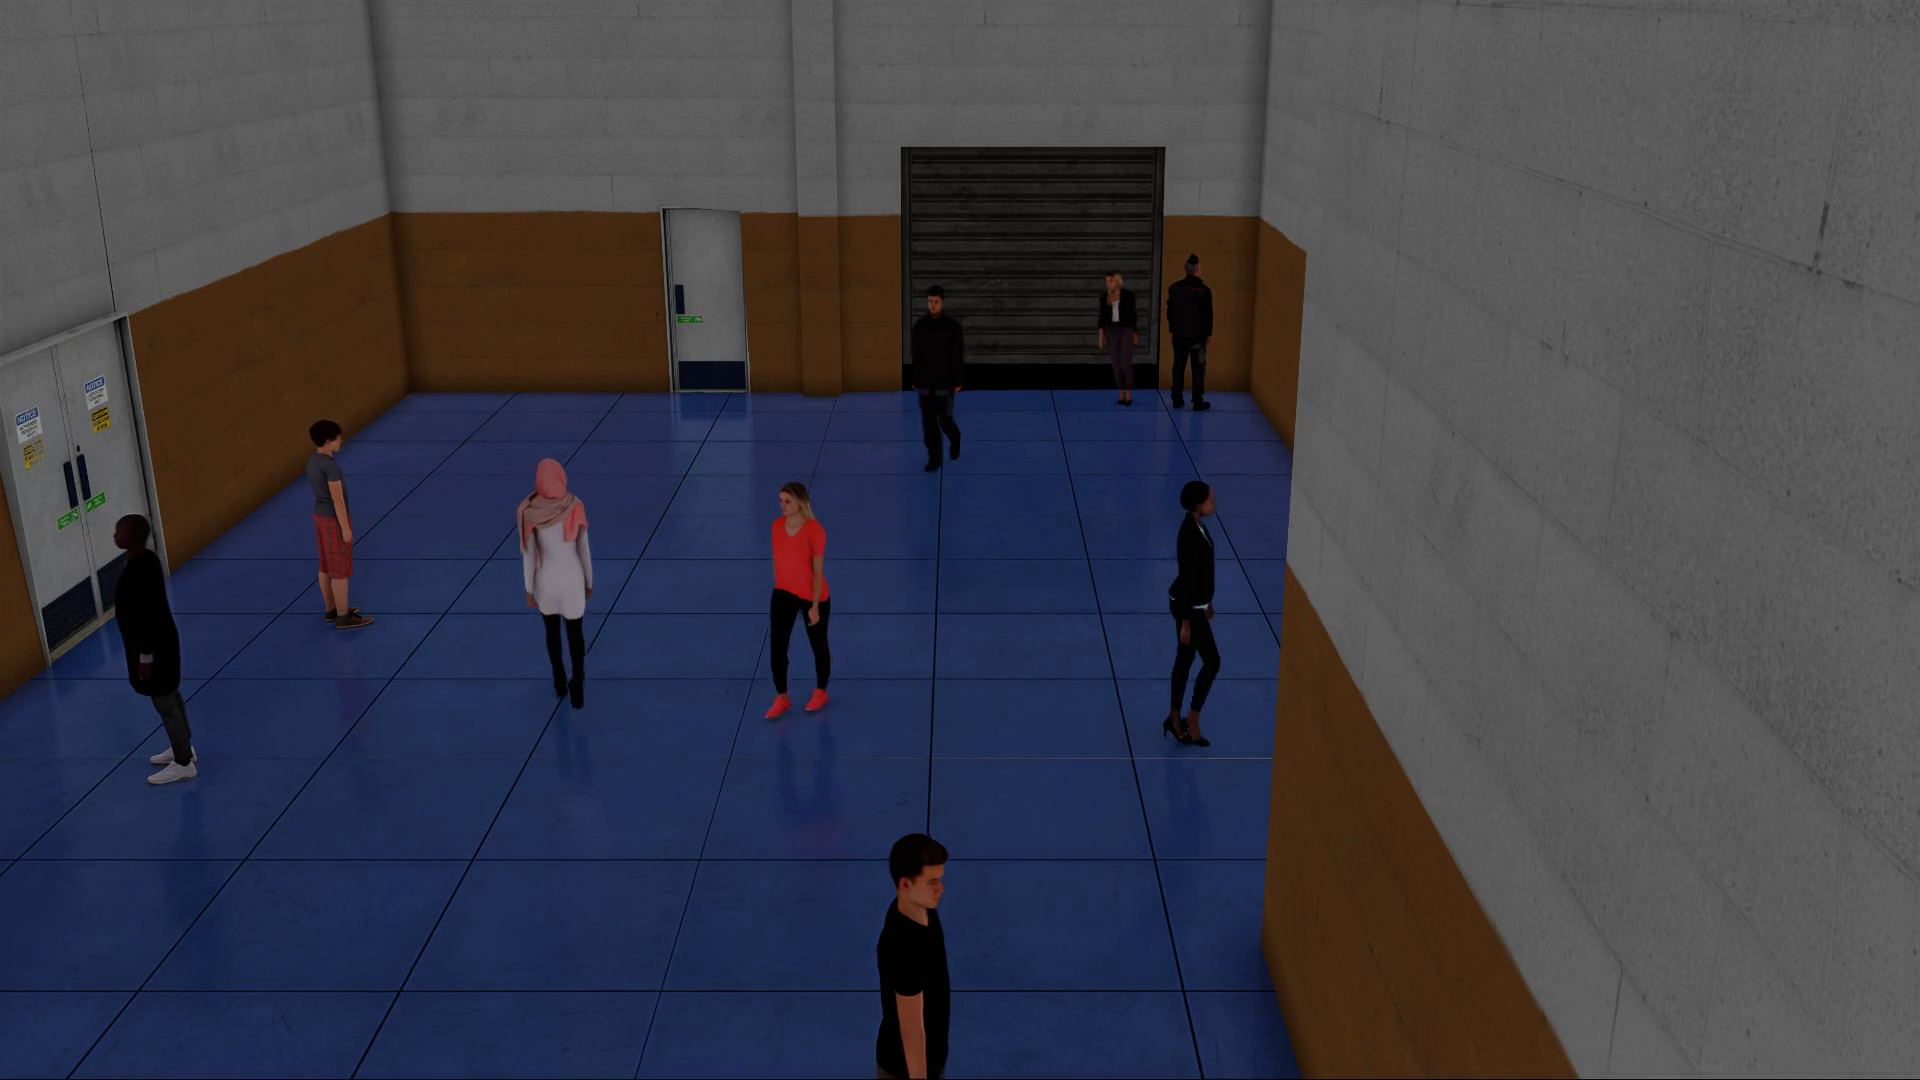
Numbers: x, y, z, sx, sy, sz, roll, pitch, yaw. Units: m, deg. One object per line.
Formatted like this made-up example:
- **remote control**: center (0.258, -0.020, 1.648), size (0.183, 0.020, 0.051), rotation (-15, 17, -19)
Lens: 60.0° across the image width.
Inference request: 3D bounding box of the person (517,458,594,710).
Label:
- **person**: center (-2.765, 0.335, 11.502), size (1.055, 1.783, 0.886), rotation (-6, 19, -16)

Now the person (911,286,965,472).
- **person**: center (-0.210, -1.697, 17.292), size (0.849, 1.934, 0.904), rotation (7, 20, 19)

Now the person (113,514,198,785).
- **person**: center (-5.092, 0.672, 10.537), size (0.665, 1.761, 0.705), rotation (-6, 20, -17)

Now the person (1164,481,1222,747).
- **person**: center (1.438, 0.496, 10.952), size (0.635, 1.829, 0.686), rotation (3, 19, 9)

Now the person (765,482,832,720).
- **person**: center (-1.038, 0.386, 11.521), size (0.806, 1.675, 0.817), rotation (7, 20, 20)

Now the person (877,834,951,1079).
- **person**: center (-0.190, 1.983, 6.495), size (0.537, 1.861, 0.673), rotation (0, 19, 0)

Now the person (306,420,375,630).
- **person**: center (-4.940, -0.133, 13.078), size (0.717, 1.650, 0.671), rotation (-16, 24, -39)

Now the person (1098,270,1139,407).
- **person**: center (1.940, -2.402, 19.840), size (0.693, 1.642, 0.765), rotation (4, 19, 11)

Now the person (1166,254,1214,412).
- **person**: center (2.724, -2.465, 19.650), size (0.793, 1.860, 0.913), rotation (12, 22, 33)
